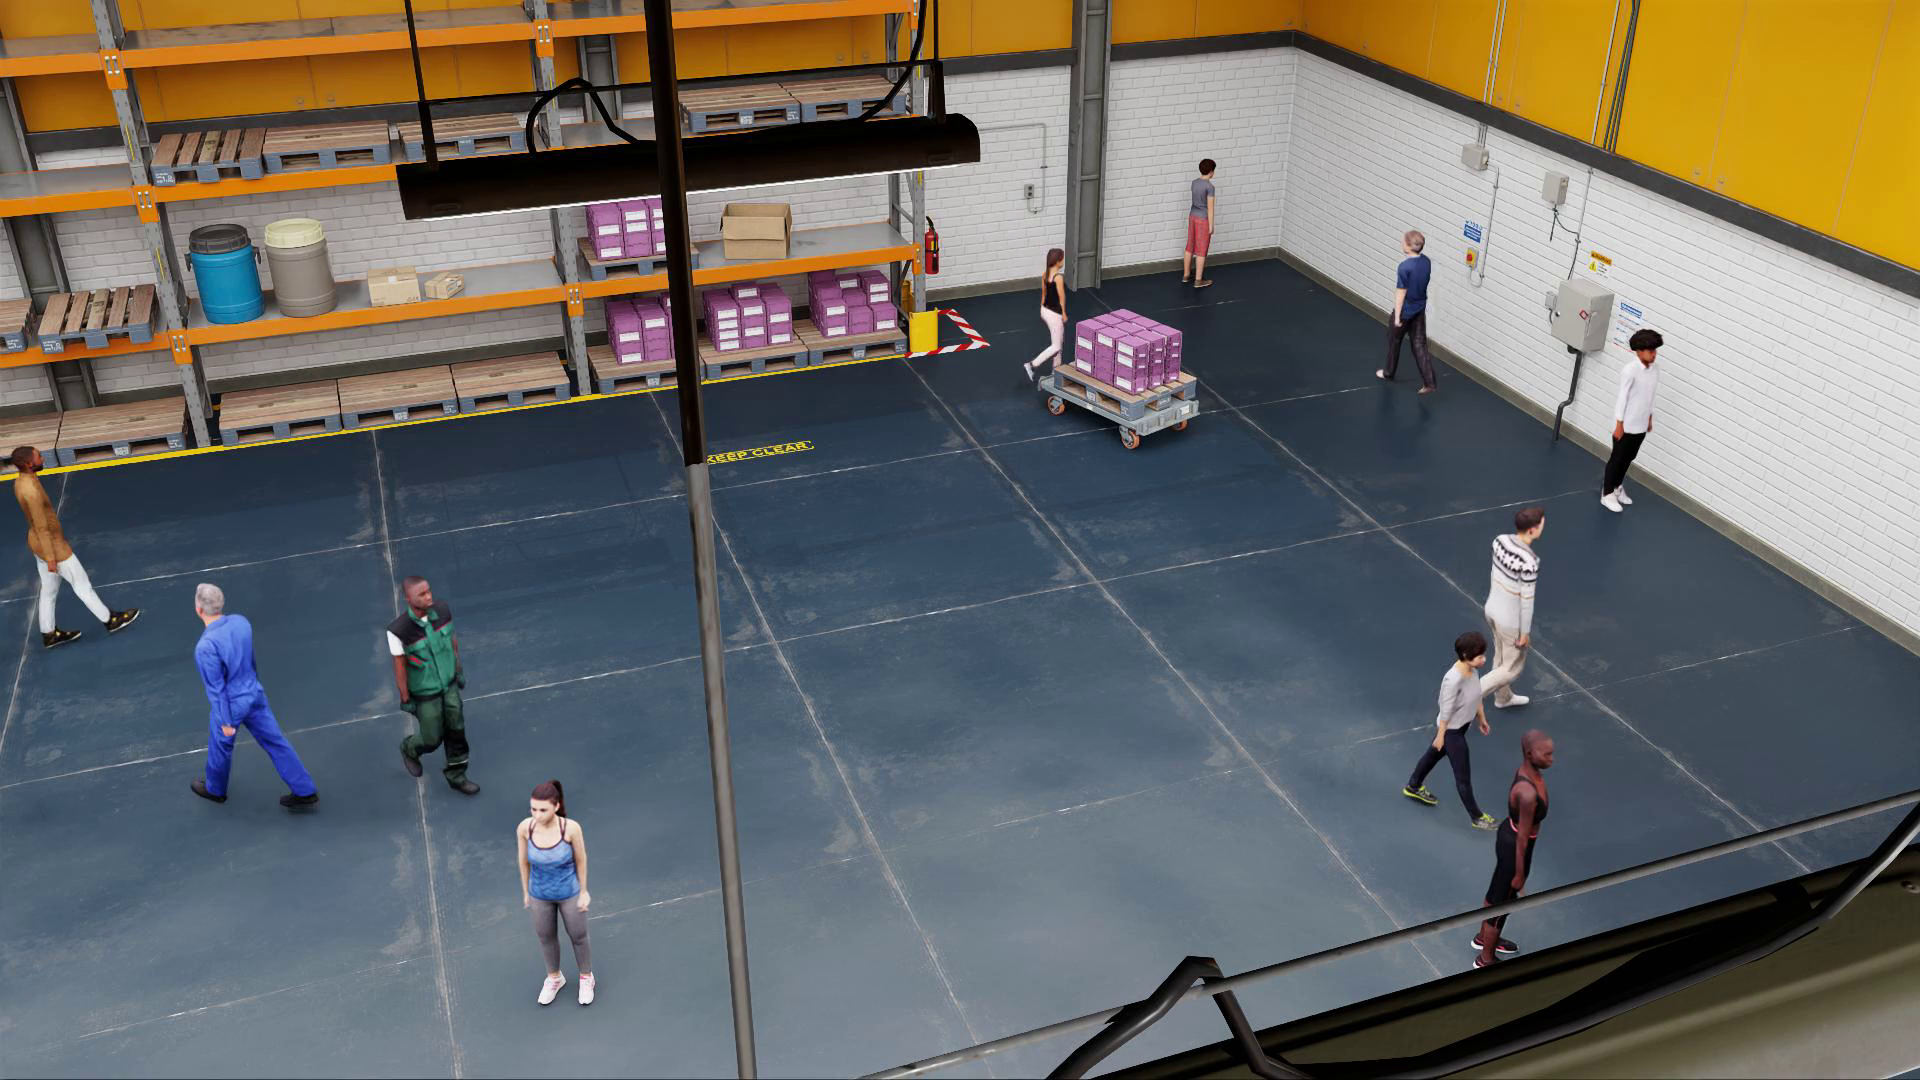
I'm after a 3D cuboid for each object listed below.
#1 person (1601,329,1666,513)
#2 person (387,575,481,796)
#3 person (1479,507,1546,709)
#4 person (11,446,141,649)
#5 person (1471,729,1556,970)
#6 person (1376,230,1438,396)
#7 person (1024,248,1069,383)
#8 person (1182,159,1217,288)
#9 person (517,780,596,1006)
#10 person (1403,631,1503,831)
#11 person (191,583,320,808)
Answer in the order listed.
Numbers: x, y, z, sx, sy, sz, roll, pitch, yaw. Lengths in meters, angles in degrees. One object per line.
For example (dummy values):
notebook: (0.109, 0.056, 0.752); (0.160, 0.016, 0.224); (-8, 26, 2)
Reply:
person: (6.467, -1.181, 16.032); (0.584, 1.811, 0.726); (-15, 32, -25)
person: (-3.854, 1.029, 11.966); (1.025, 1.824, 0.989); (16, 33, 27)
person: (4.153, 0.592, 12.755); (1.046, 1.837, 0.775); (-6, 29, -11)
person: (-7.596, 0.089, 13.727); (1.091, 1.788, 0.888); (-21, 35, -34)
person: (3.454, 1.931, 10.381); (0.711, 1.759, 0.673); (9, 30, 15)
person: (5.051, -2.474, 18.390); (1.136, 1.824, 0.822); (-13, 31, -23)
person: (1.000, -2.507, 18.743); (0.935, 1.542, 0.561); (-14, 32, -24)
person: (3.113, -4.126, 21.603); (0.595, 1.645, 0.616); (-17, 33, -29)
person: (-2.456, 2.146, 10.144); (0.598, 1.610, 0.704); (2, 29, 4)
person: (3.431, 1.292, 11.805); (0.974, 1.516, 1.017); (19, 34, 31)
person: (-5.007, 1.174, 11.758); (1.343, 1.770, 1.192); (6, 29, 12)
